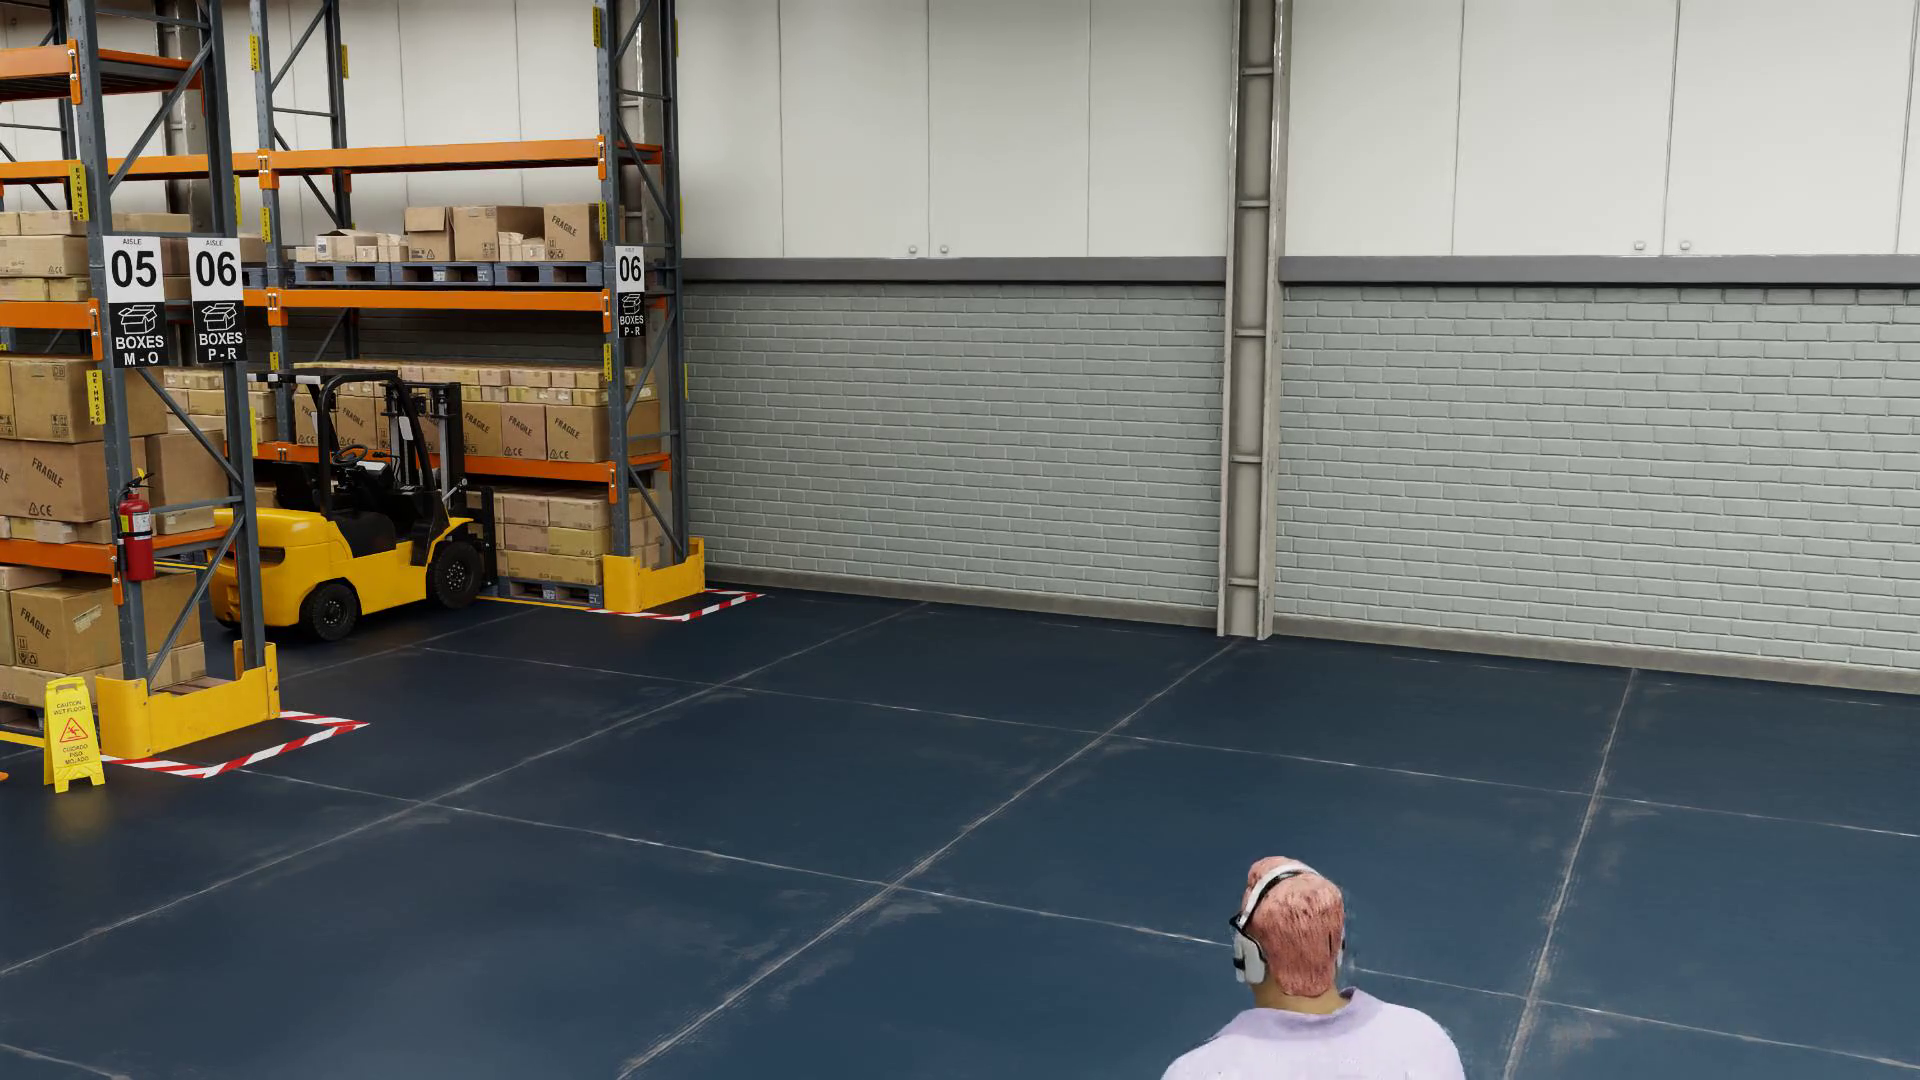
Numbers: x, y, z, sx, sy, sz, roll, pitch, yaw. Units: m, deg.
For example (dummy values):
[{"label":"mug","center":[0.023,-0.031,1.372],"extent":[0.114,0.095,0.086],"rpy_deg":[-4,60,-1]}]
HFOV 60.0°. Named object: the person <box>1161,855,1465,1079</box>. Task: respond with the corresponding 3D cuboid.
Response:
[{"label":"person","center":[0.664,1.561,3.295],"extent":[0.675,1.890,0.474],"rpy_deg":[-3,10,-16]}]
